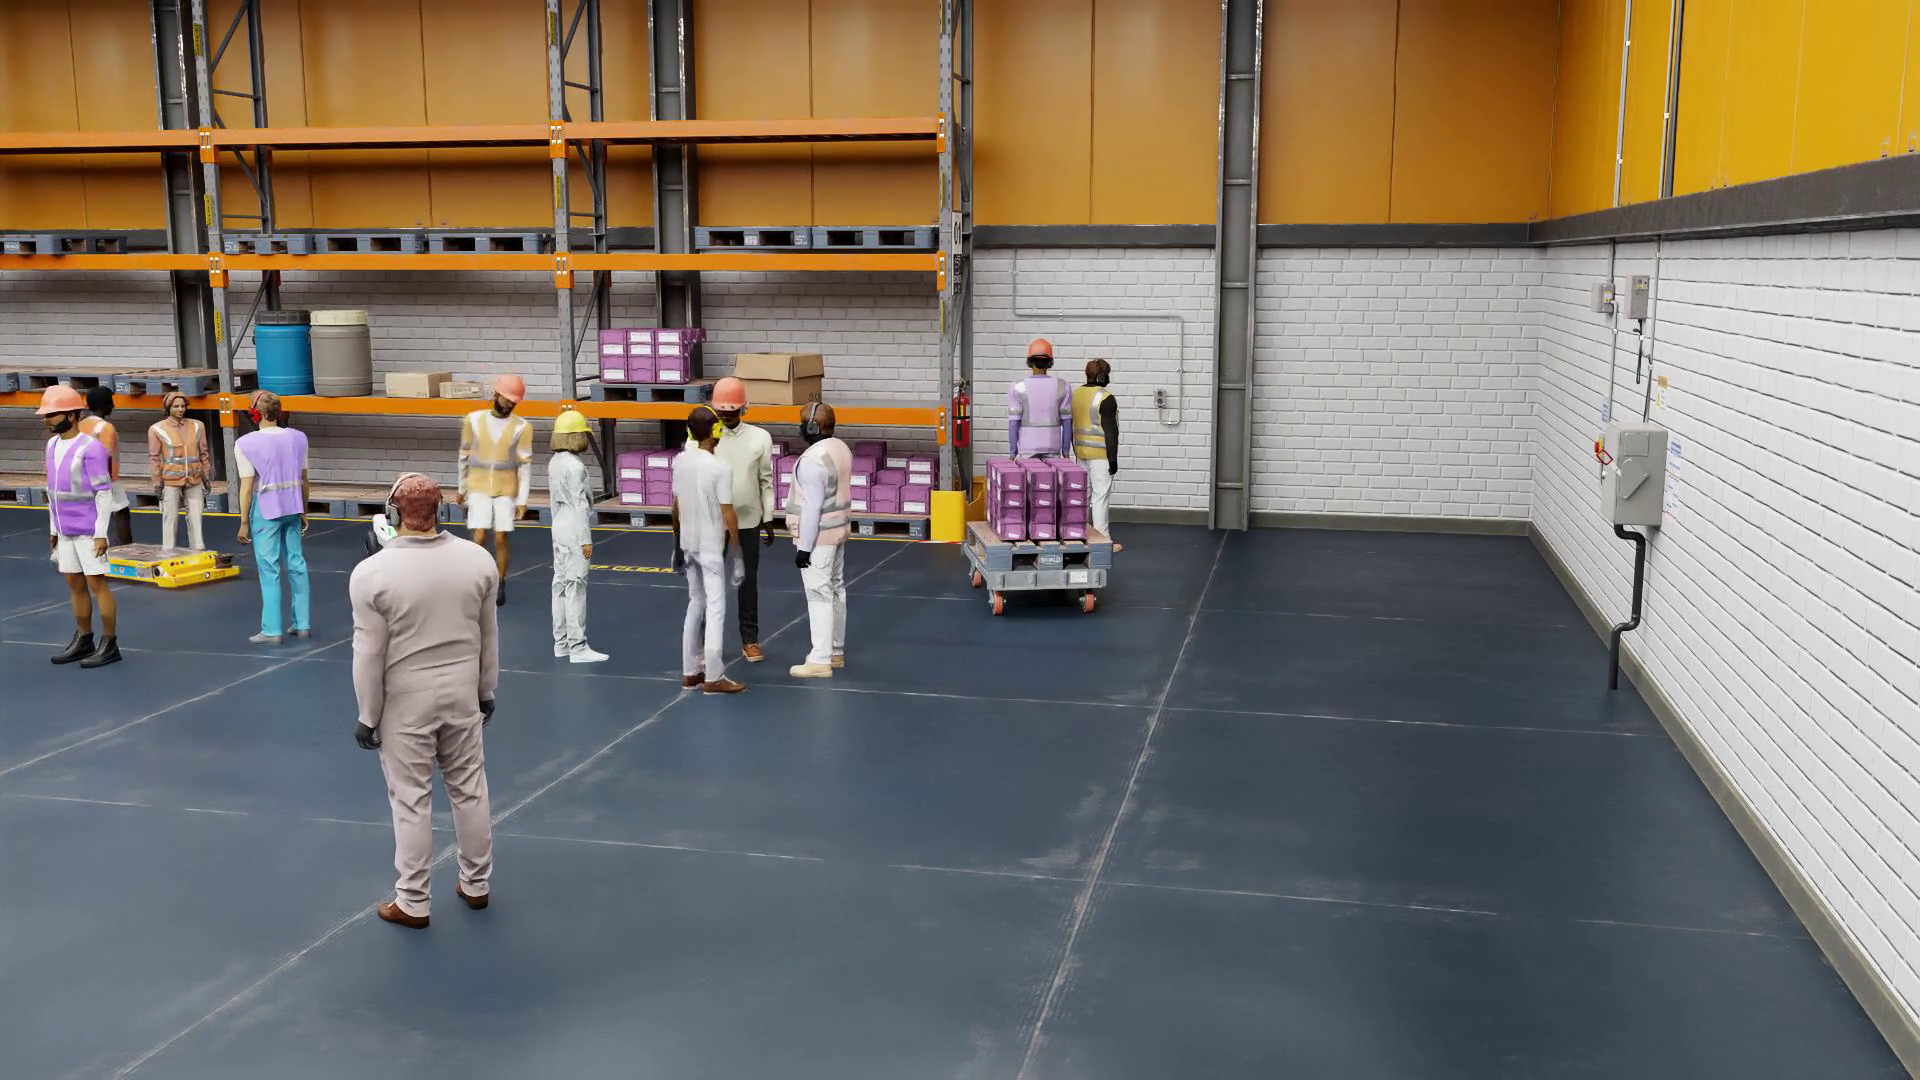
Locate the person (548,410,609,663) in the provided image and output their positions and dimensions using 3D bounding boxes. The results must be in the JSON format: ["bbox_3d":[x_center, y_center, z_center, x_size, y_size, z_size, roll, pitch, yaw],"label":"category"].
[{"bbox_3d":[-2.672,-0.027,11.539,0.295,1.745,0.485,-7,12,-35],"label":"person"}]

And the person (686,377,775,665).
[{"bbox_3d":[-1.569,-0.128,11.437,0.613,1.982,0.407,-3,10,-15],"label":"person"}]

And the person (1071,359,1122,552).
[{"bbox_3d":[1.301,-0.800,15.833,0.429,1.844,0.626,-7,12,-35],"label":"person"}]

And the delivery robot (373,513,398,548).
[{"bbox_3d":[-5.136,-0.102,15.224,0.477,0.478,0.707,-5,11,-29],"label":"delivery robot"}]

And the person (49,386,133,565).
[{"bbox_3d":[-7.733,-0.544,14.837,0.533,1.661,0.822,7,12,34],"label":"person"}]

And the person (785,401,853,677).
[{"bbox_3d":[-0.948,-0.005,11.127,0.429,1.844,0.627,3,10,15],"label":"person"}]

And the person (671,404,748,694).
[{"bbox_3d":[-1.613,0.075,10.613,0.580,1.854,0.356,7,12,38],"label":"person"}]

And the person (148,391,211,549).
[{"bbox_3d":[-6.879,-0.499,14.680,0.321,1.628,0.508,8,13,40],"label":"person"}]

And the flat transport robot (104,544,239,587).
[{"bbox_3d":[-7.063,0.206,14.517,1.431,0.197,0.652,5,11,27],"label":"flat transport robot"}]

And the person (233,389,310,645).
[{"bbox_3d":[-4.950,-0.162,12.031,0.390,1.850,0.565,6,11,31],"label":"person"}]

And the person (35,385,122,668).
[{"bbox_3d":[-6.028,-0.089,11.335,0.549,1.936,0.376,5,11,27],"label":"person"}]

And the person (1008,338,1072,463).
[{"bbox_3d":[0.744,-0.865,15.624,0.607,2.044,0.378,-1,10,-7],"label":"person"}]

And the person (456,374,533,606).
[{"bbox_3d":[-3.705,-0.379,13.245,0.628,1.879,0.553,-2,10,-11],"label":"person"}]

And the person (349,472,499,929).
[{"bbox_3d":[-2.242,0.664,6.970,0.410,1.909,0.643,9,13,44],"label":"person"}]
